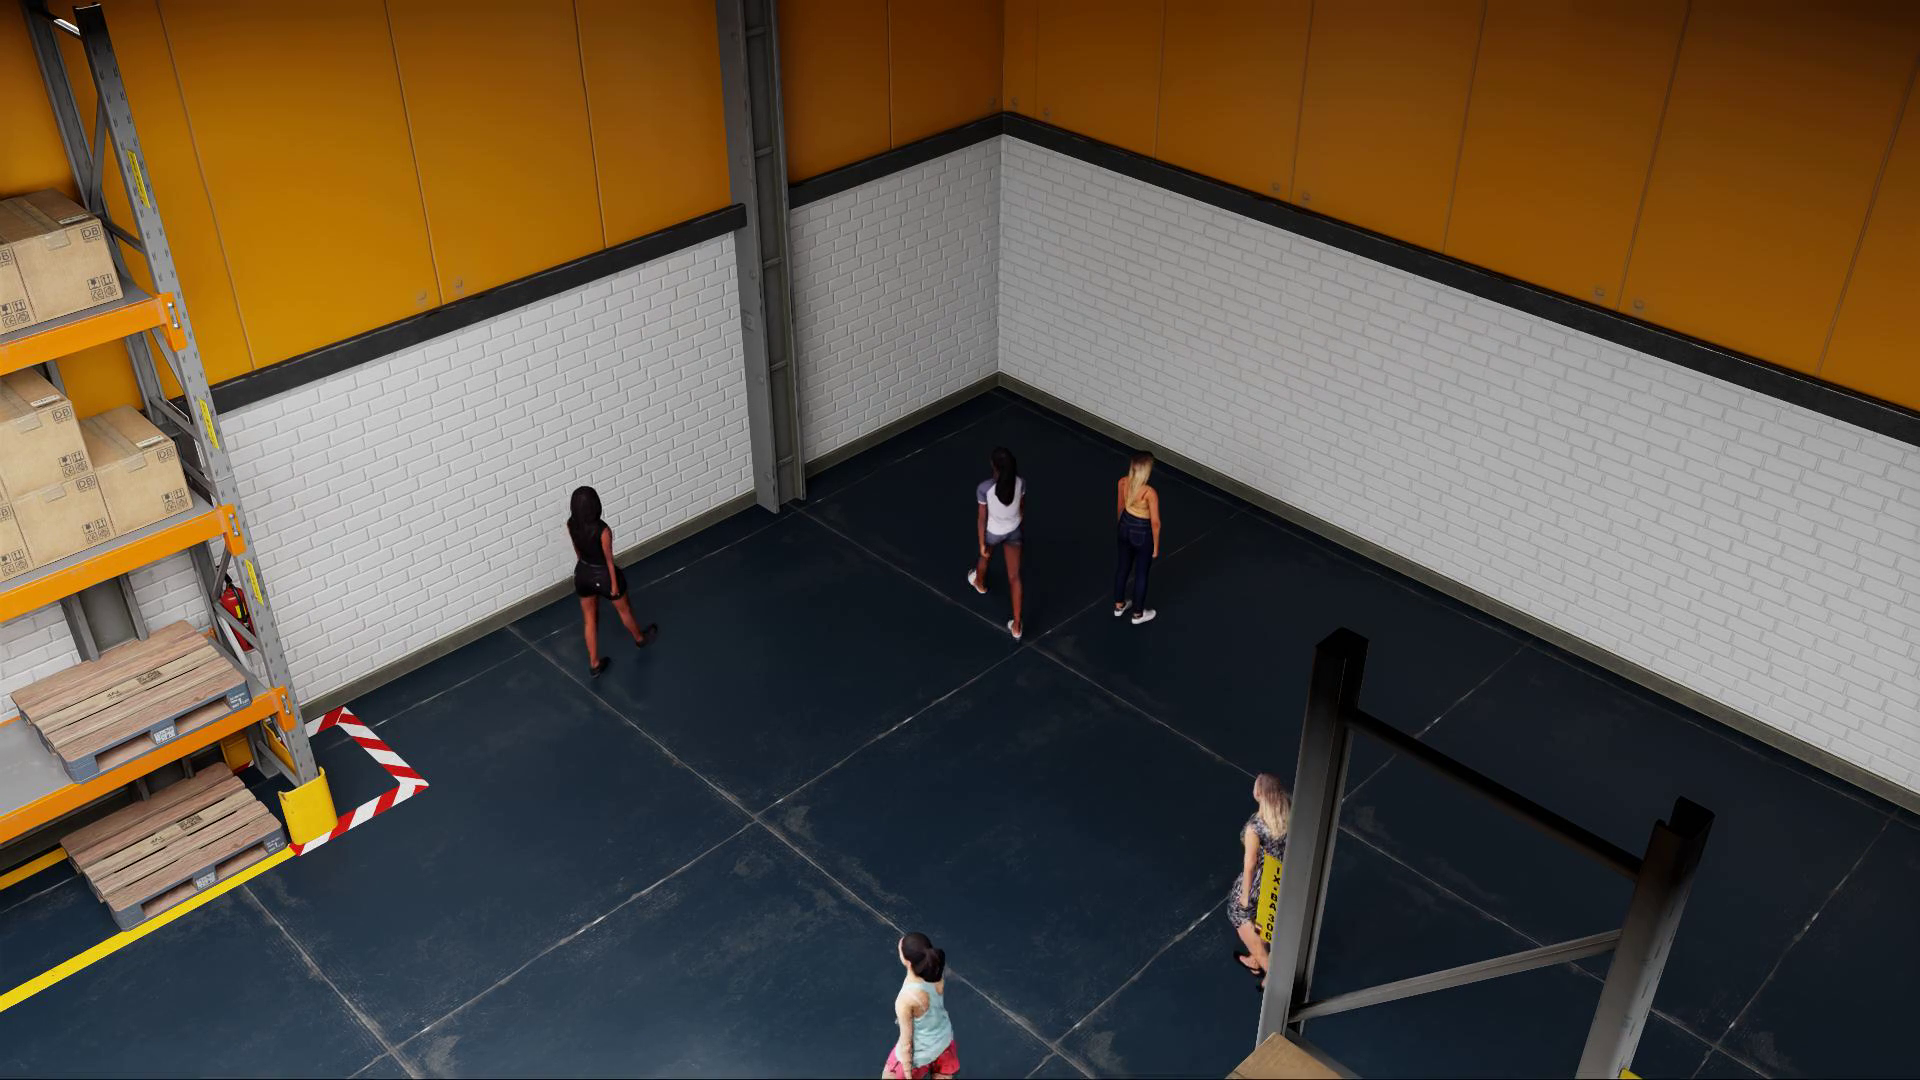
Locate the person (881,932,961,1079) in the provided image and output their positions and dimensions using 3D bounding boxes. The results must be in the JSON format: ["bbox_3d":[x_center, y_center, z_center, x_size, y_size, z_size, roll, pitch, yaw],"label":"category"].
[{"bbox_3d":[-0.134,2.951,9.487,0.685,1.726,1.035,25,41,33],"label":"person"}]

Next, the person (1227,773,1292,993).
[{"bbox_3d":[1.996,2.235,10.603,0.714,1.685,0.712,-22,39,-29],"label":"person"}]

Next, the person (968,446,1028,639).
[{"bbox_3d":[0.390,0.032,13.935,1.229,1.665,1.078,-9,35,-14],"label":"person"}]

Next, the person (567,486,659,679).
[{"bbox_3d":[-2.959,0.374,13.374,0.825,1.717,1.045,15,37,21],"label":"person"}]

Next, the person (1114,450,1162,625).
[{"bbox_3d":[1.488,-0.035,14.069,0.574,1.627,0.495,28,42,35],"label":"person"}]
